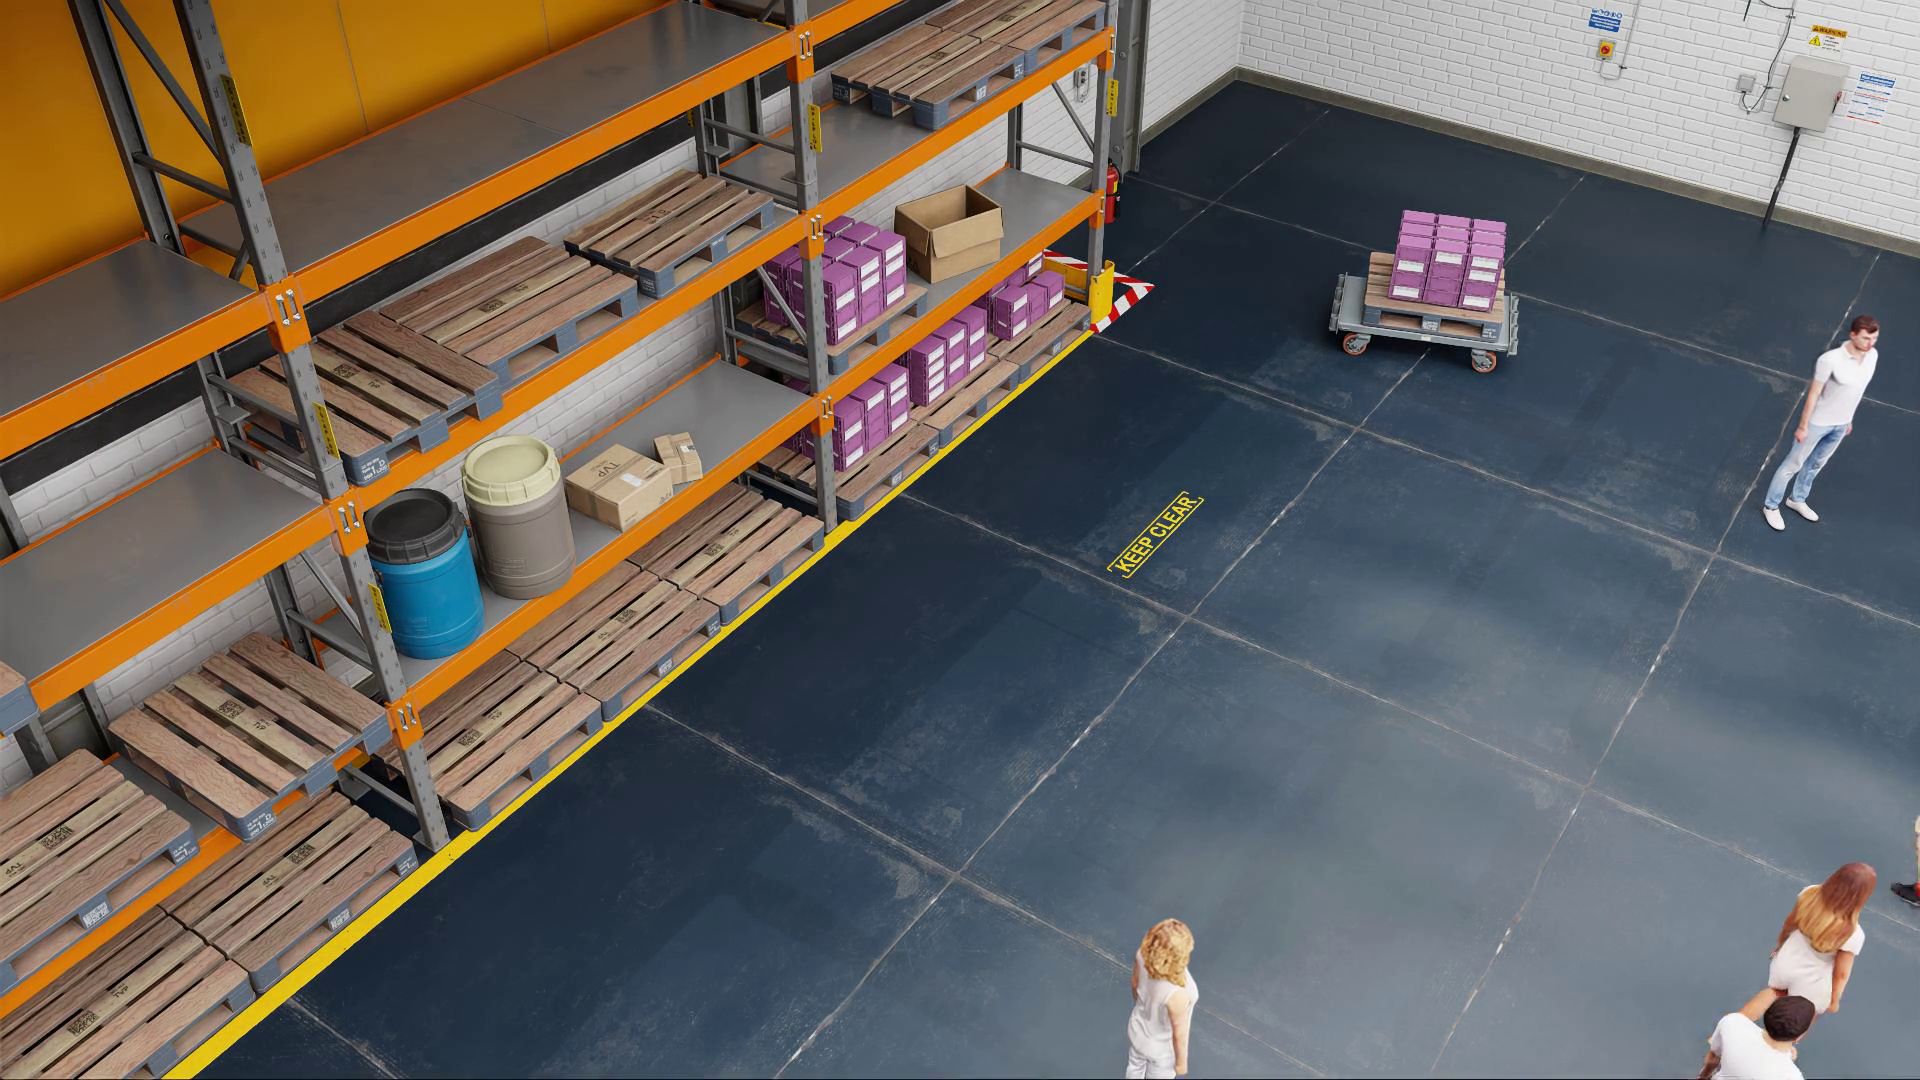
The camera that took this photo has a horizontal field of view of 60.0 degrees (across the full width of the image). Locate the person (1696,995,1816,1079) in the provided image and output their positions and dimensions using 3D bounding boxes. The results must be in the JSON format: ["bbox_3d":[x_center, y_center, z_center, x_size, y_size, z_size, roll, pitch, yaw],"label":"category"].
[{"bbox_3d":[3.679,2.834,8.079,1.290,1.824,1.022,-20,43,-23],"label":"person"}]

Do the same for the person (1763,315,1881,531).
[{"bbox_3d":[6.649,-0.925,12.765,0.695,1.850,0.790,-11,40,-14],"label":"person"}]

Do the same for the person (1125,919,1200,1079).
[{"bbox_3d":[1.007,2.530,8.584,0.700,1.670,0.689,-17,42,-20],"label":"person"}]

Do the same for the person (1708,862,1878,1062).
[{"bbox_3d":[4.425,2.320,8.838,0.924,1.679,0.838,-10,40,-13],"label":"person"}]
